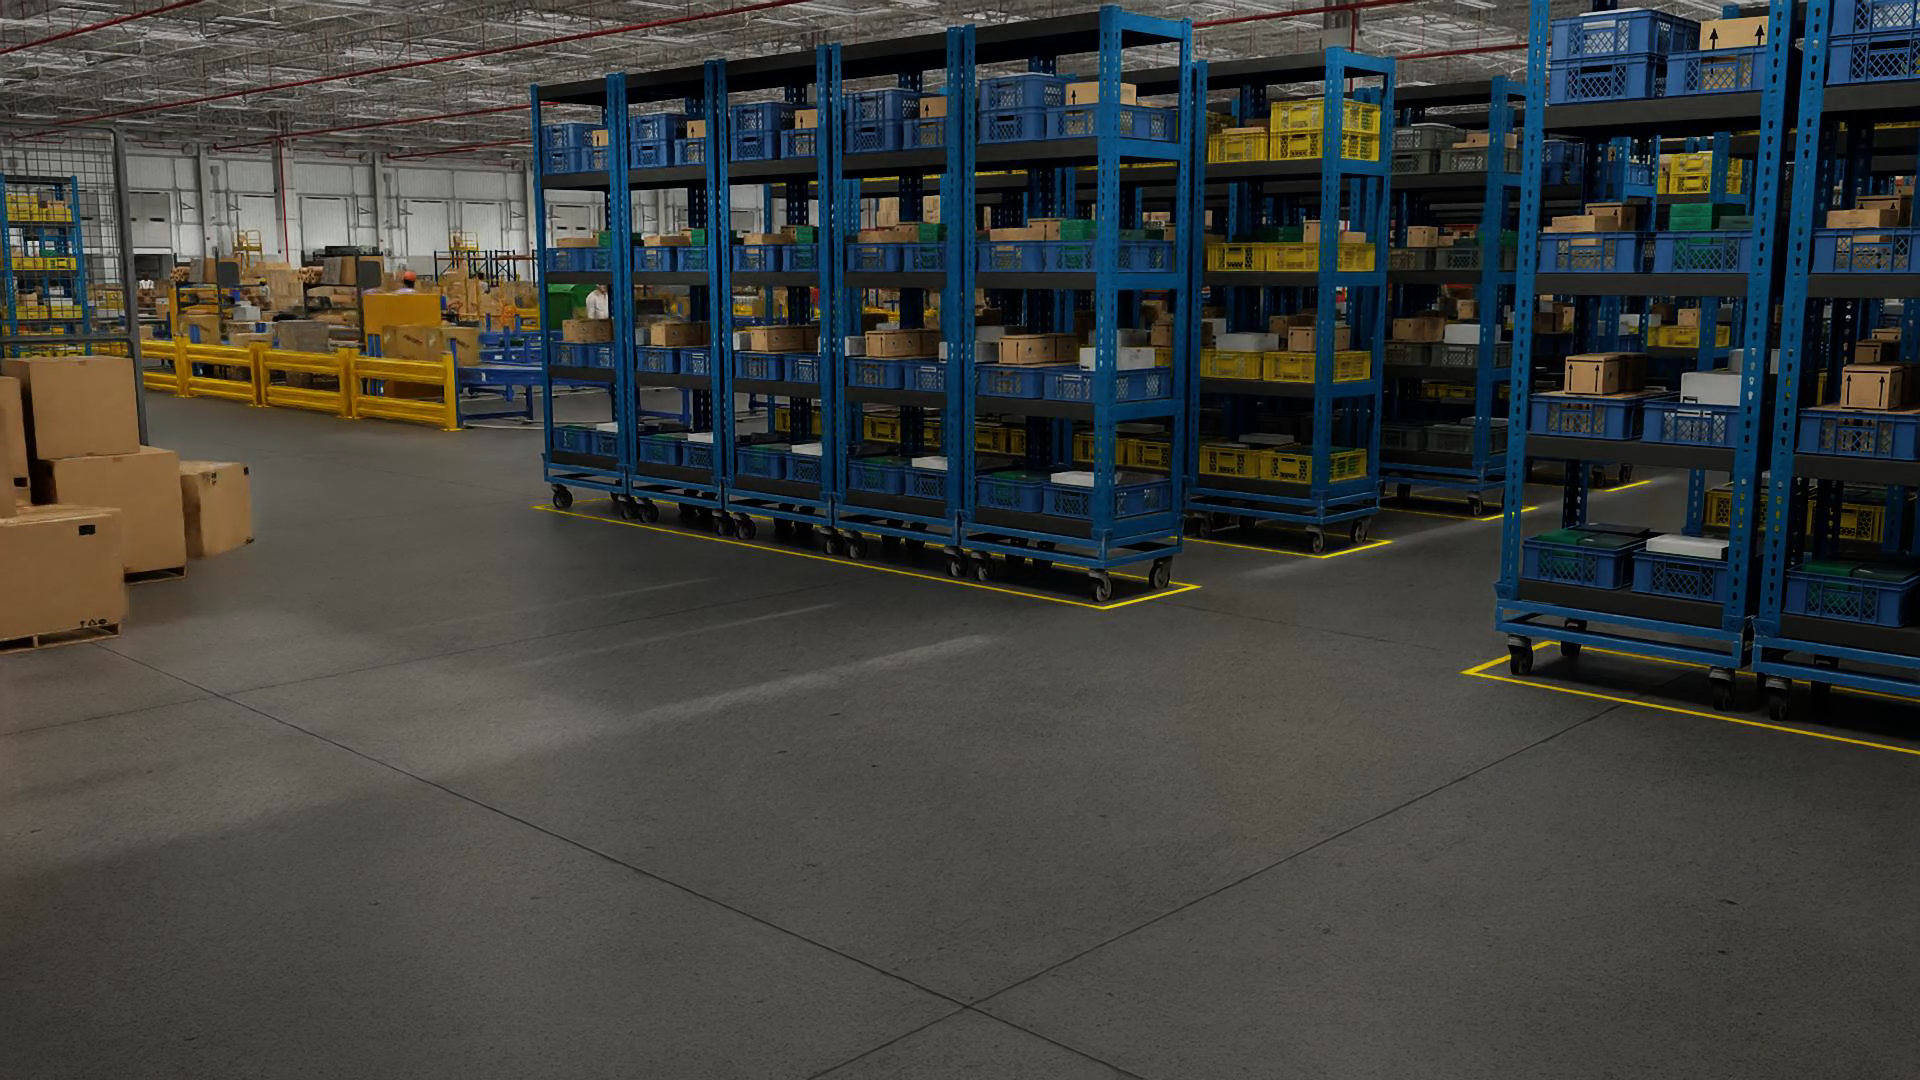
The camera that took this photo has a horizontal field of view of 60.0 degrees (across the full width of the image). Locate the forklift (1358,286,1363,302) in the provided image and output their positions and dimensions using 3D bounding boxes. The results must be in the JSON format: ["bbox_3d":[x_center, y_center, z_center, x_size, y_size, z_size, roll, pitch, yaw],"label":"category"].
[{"bbox_3d":[11.100,-7.017,46.970,1.873,2.768,1.129,9,13,43],"label":"forklift"}]

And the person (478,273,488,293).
[{"bbox_3d":[-18.555,-9.394,64.423,0.606,1.936,0.937,5,10,27],"label":"person"}]

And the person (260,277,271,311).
[{"bbox_3d":[-26.498,-9.126,63.373,0.489,1.743,0.323,5,11,30],"label":"person"}]

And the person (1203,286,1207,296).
[{"bbox_3d":[8.335,-7.817,55.723,0.422,1.609,0.534,-8,12,-41],"label":"person"}]

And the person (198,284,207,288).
[{"bbox_3d":[-26.504,-8.335,58.195,0.497,1.863,0.560,1,9,5],"label":"person"}]

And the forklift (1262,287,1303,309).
[{"bbox_3d":[10.769,-8.203,54.240,1.129,2.768,1.873,8,12,42],"label":"forklift"}]

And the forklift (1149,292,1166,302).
[{"bbox_3d":[7.875,-9.562,62.569,1.873,2.768,1.129,9,13,43],"label":"forklift"}]

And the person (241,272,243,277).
[{"bbox_3d":[-36.841,-12.784,85.371,0.600,1.877,0.953,7,12,38],"label":"person"}]

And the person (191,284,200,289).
[{"bbox_3d":[-39.922,-13.004,86.911,0.517,1.831,0.885,-3,10,-20],"label":"person"}]

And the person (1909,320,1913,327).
[{"bbox_3d":[10.301,-1.754,17.577,0.641,1.952,1.018,5,10,27],"label":"person"}]

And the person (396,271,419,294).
[{"bbox_3d":[-11.321,-4.509,34.196,0.618,2.027,0.493,6,11,34],"label":"person"}]

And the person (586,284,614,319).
[{"bbox_3d":[-7.084,-4.231,32.912,0.398,1.897,0.641,6,11,32],"label":"person"}]

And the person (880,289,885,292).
[{"bbox_3d":[-3.470,-11.103,75.765,0.867,1.655,0.529,-4,10,-25],"label":"person"}]

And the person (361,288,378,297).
[{"bbox_3d":[-16.765,-6.581,47.228,0.464,1.918,0.561,8,12,39],"label":"person"}]

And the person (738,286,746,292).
[{"bbox_3d":[-8.461,-9.248,64.603,0.878,1.589,0.531,-9,13,-44],"label":"person"}]

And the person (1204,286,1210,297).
[{"bbox_3d":[8.201,-7.633,54.558,0.501,1.633,0.281,6,11,34],"label":"person"}]

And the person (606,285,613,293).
[{"bbox_3d":[-12.918,-8.925,61.658,0.871,1.916,0.560,-7,11,-35],"label":"person"}]

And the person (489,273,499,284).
[{"bbox_3d":[-25.956,-13.977,92.713,0.595,1.877,0.981,1,9,8],"label":"person"}]

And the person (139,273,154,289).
[{"bbox_3d":[-34.819,-10.477,71.227,0.586,1.882,0.341,-2,10,-13],"label":"person"}]
